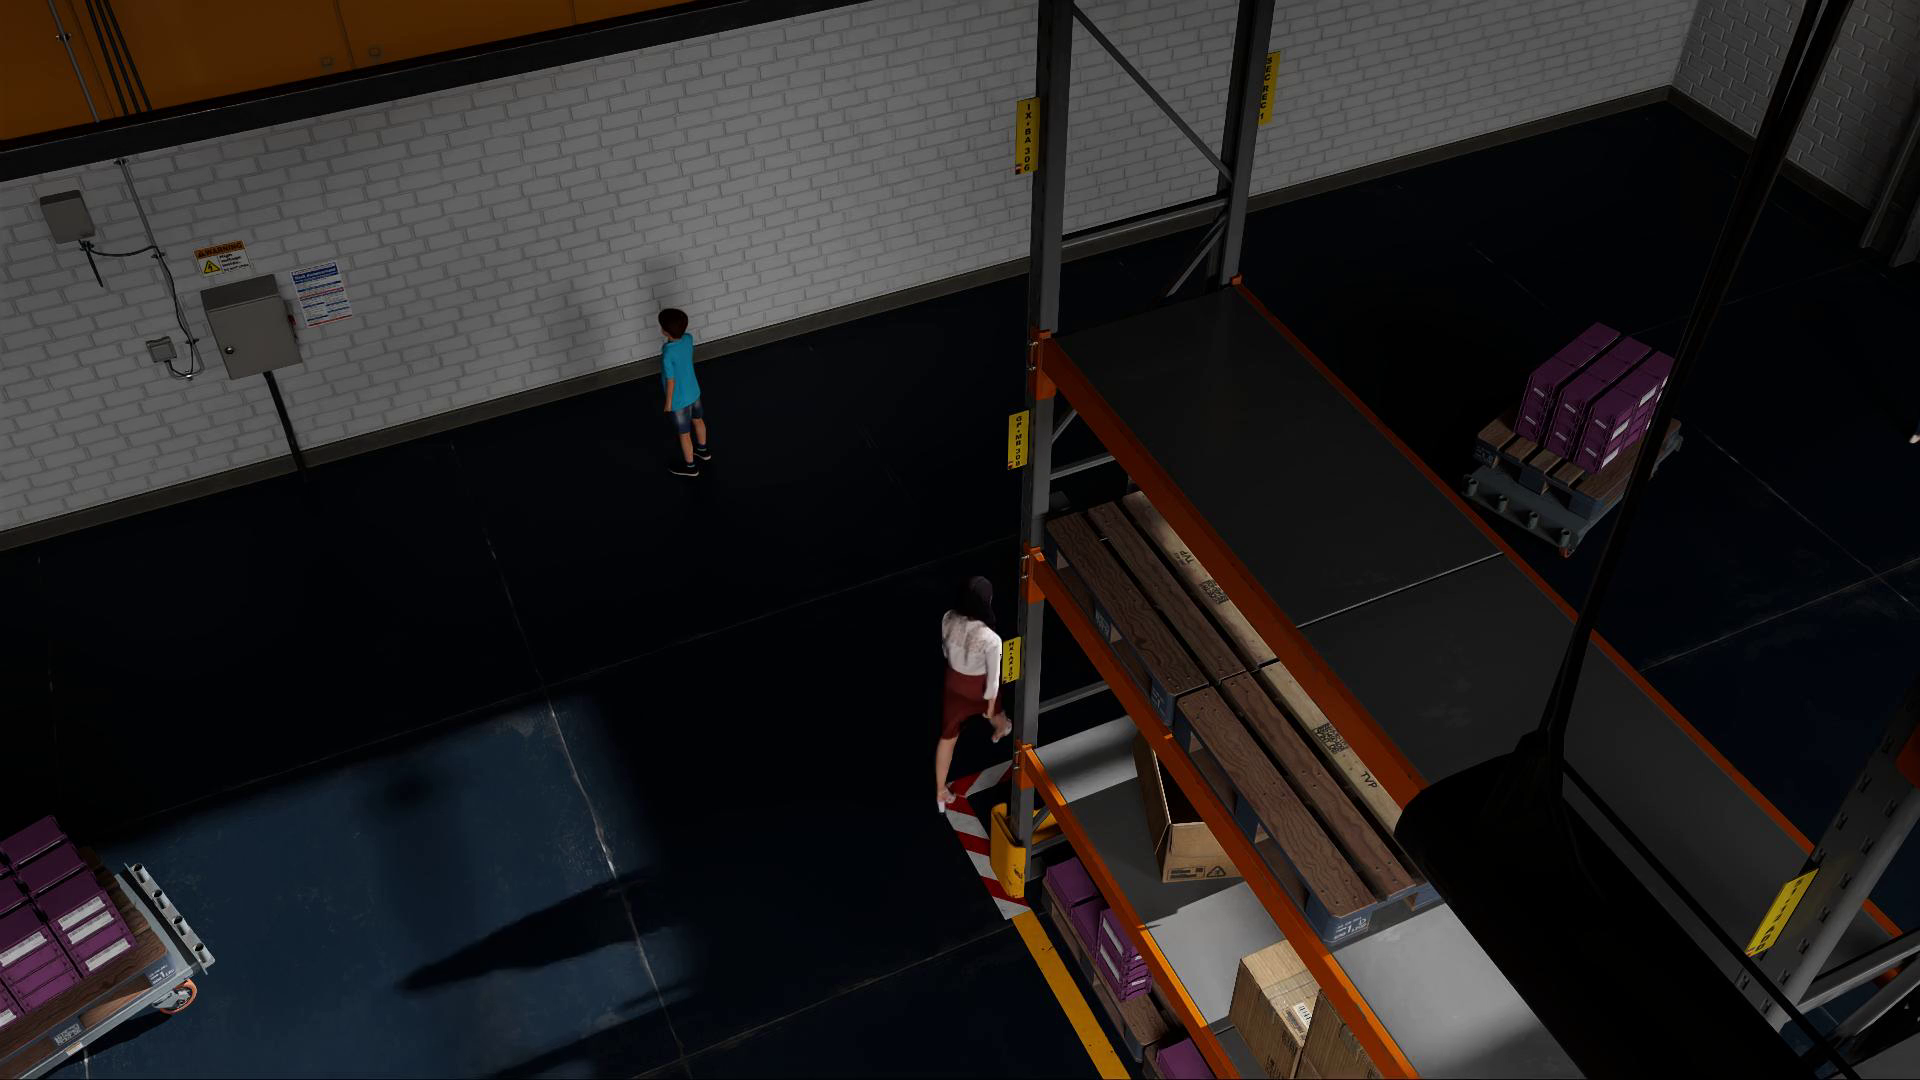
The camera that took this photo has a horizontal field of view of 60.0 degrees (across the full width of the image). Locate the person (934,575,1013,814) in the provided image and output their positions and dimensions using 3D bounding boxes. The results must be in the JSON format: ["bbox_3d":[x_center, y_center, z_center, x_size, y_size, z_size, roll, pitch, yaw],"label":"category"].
[{"bbox_3d":[0.014,0.952,9.975,1.102,1.696,1.050,23,48,22],"label":"person"}]

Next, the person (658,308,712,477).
[{"bbox_3d":[-2.051,-1.111,12.319,0.648,1.449,0.594,16,46,16],"label":"person"}]
